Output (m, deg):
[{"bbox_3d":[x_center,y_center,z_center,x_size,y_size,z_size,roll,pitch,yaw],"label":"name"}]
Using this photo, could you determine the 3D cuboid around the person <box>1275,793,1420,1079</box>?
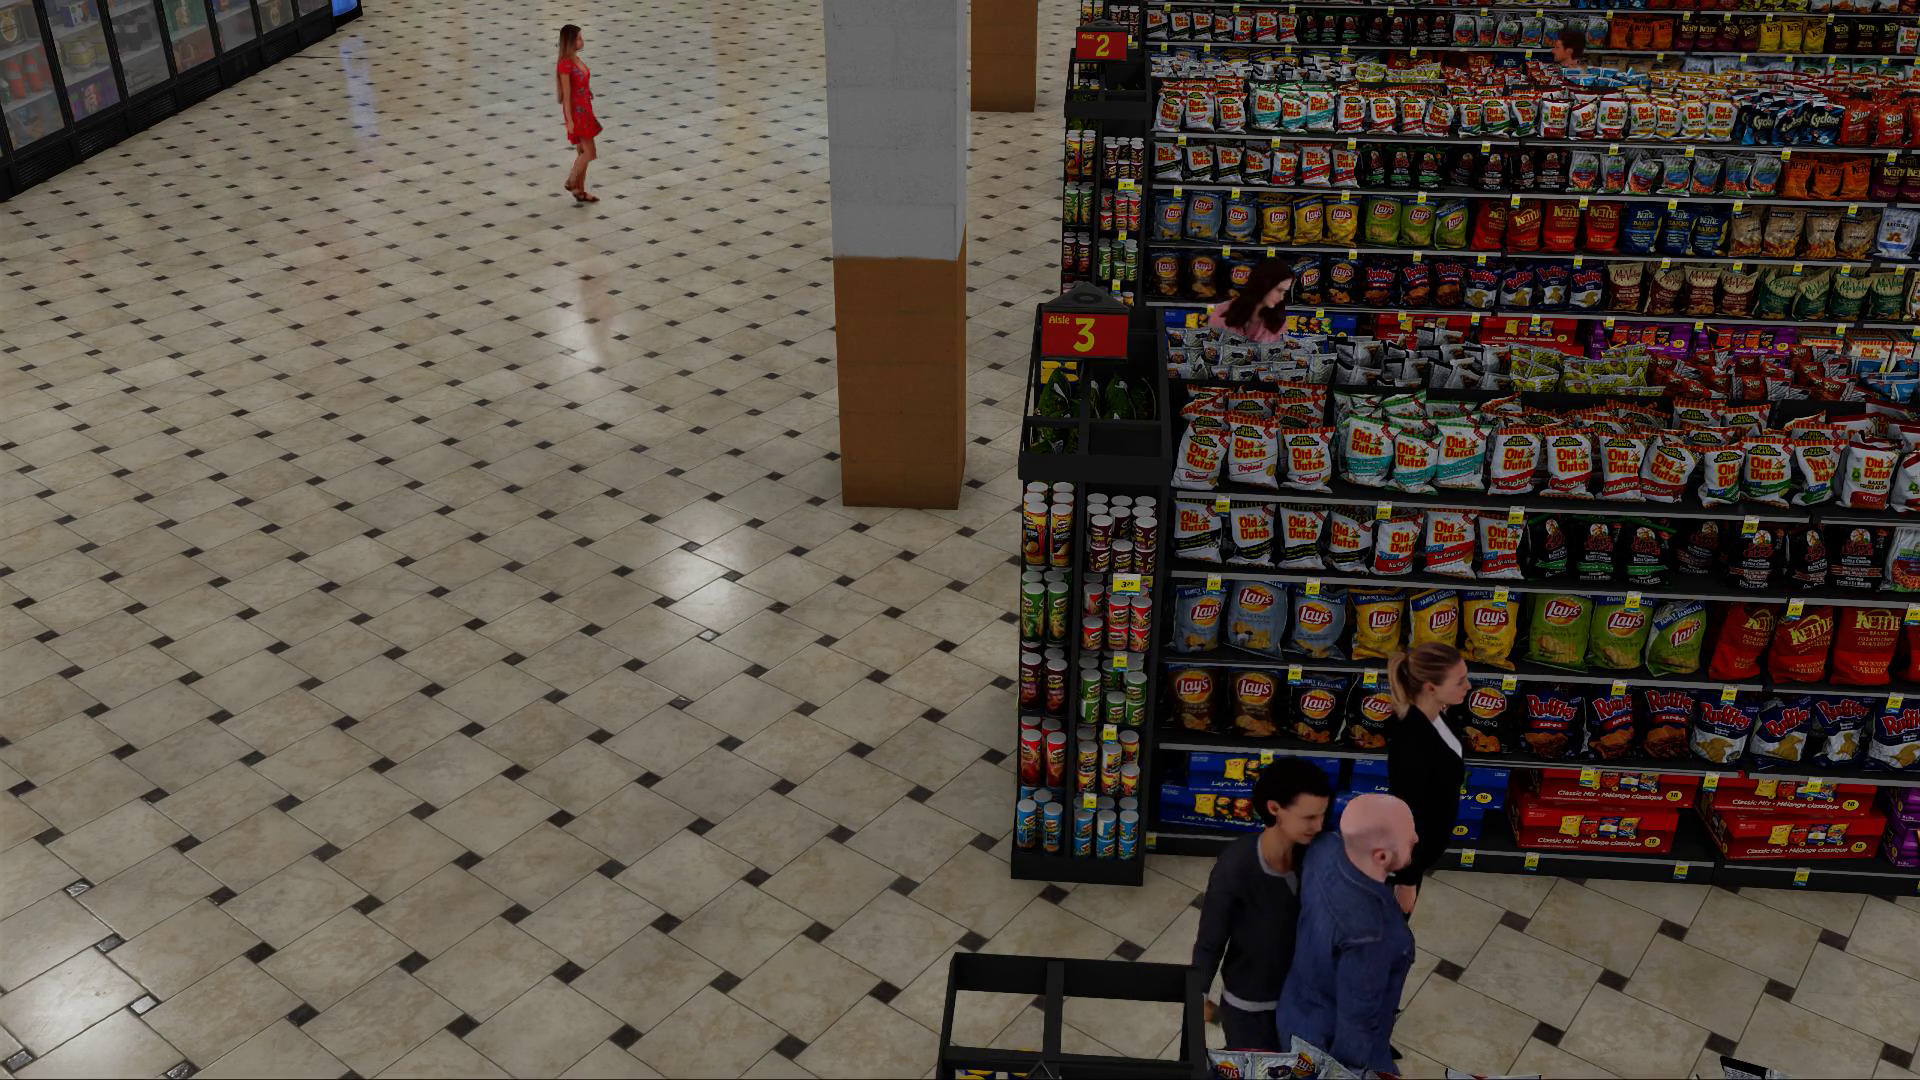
[{"bbox_3d":[1.045,1.501,4.984,1.251,1.793,0.951,-7,29,-12],"label":"person"}]

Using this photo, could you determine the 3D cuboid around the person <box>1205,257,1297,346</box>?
[{"bbox_3d":[1.431,-0.722,9.078,0.525,1.773,0.832,12,31,20],"label":"person"}]

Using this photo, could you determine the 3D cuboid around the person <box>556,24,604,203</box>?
[{"bbox_3d":[-3.512,-3.801,14.914,0.634,1.583,0.573,3,29,5],"label":"person"}]

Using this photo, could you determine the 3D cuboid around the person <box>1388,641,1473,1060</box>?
[{"bbox_3d":[1.541,1.085,5.838,0.572,1.705,0.650,7,29,12],"label":"person"}]

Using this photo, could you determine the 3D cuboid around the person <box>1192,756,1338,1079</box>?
[{"bbox_3d":[0.939,1.385,5.277,1.140,1.716,1.069,-13,31,-22],"label":"person"}]
